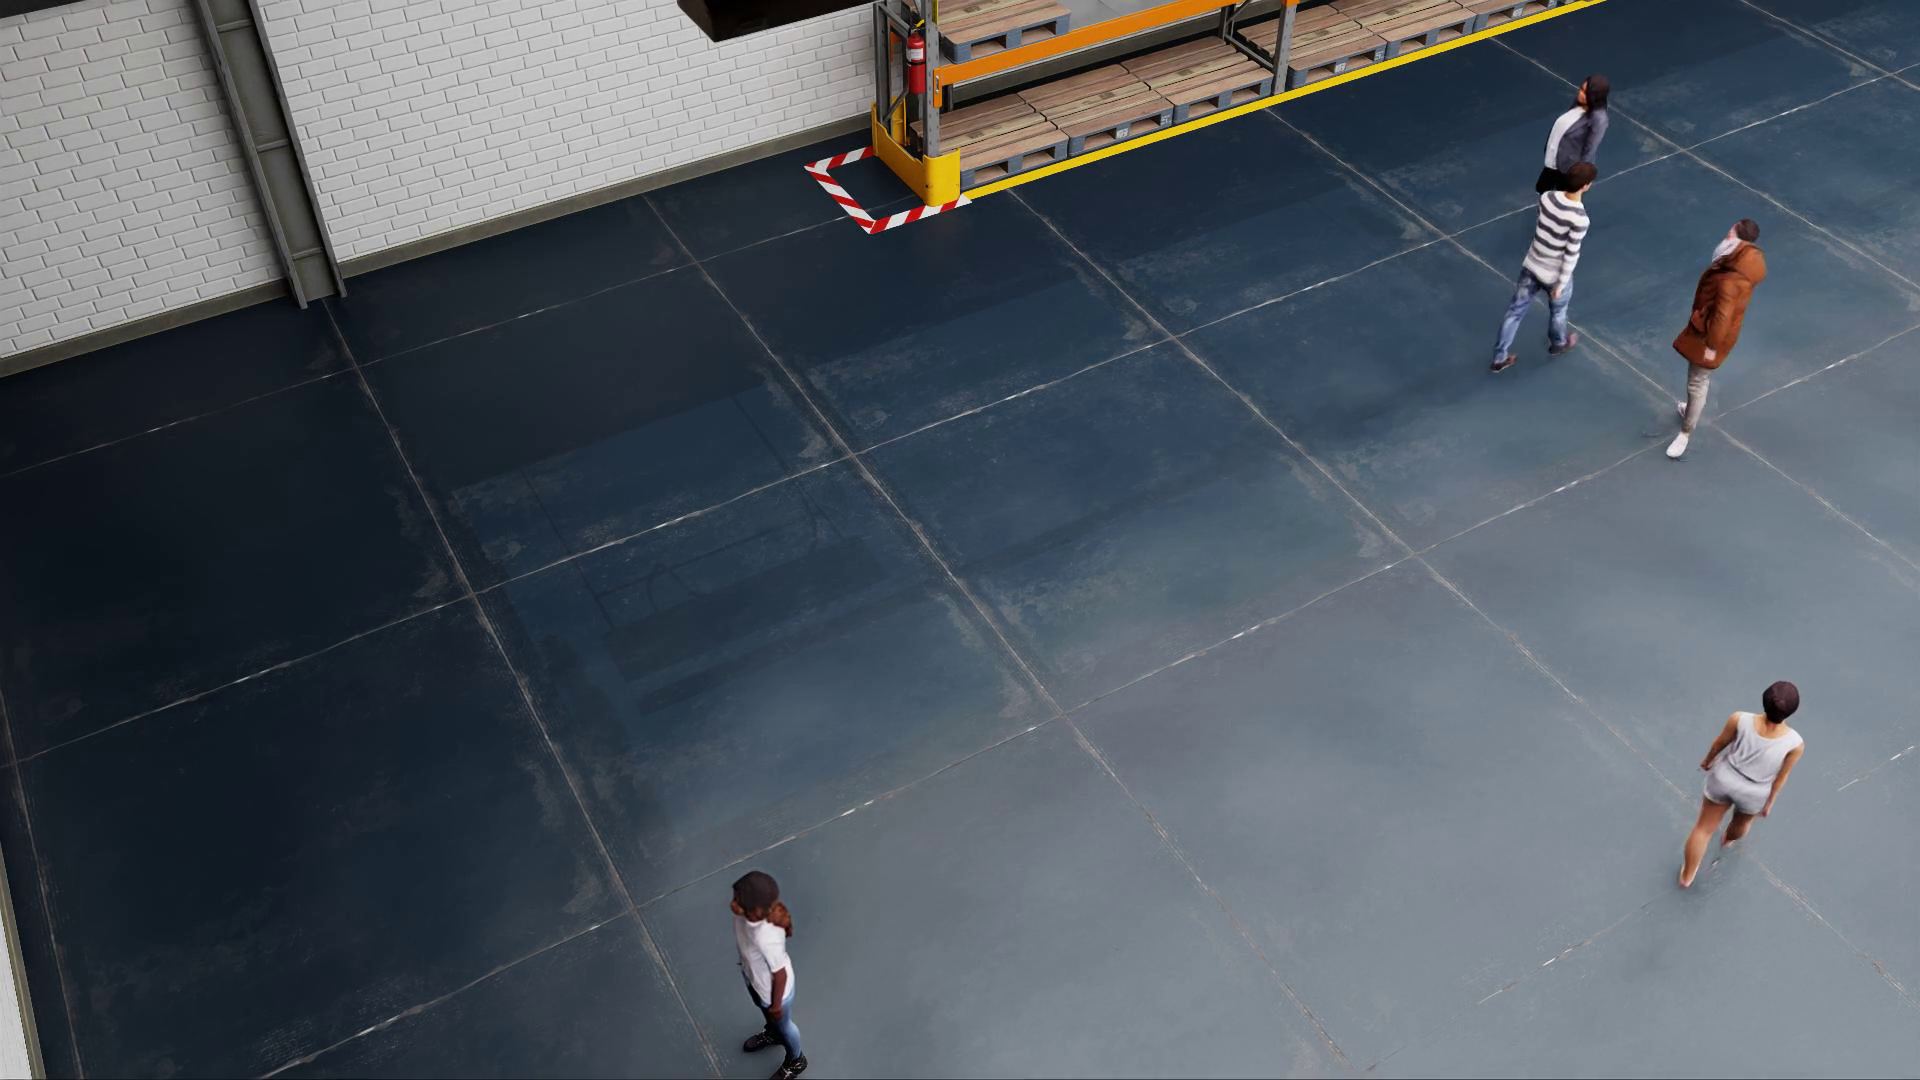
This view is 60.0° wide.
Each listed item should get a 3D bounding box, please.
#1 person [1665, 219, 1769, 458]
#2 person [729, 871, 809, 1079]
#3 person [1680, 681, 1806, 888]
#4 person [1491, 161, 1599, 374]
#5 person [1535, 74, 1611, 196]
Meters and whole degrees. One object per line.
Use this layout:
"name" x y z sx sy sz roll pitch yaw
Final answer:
"person" 5.580 -1.459 12.287 1.011 1.811 0.835 14 45 14
"person" -0.985 2.230 8.481 0.509 1.719 0.576 -20 47 -20
"person" 4.396 1.418 9.426 0.811 1.591 0.995 27 50 26
"person" 4.483 -2.070 12.928 1.064 1.812 0.693 -26 49 -24
"person" 5.340 -3.278 14.361 0.779 1.584 0.755 -8 44 -8
